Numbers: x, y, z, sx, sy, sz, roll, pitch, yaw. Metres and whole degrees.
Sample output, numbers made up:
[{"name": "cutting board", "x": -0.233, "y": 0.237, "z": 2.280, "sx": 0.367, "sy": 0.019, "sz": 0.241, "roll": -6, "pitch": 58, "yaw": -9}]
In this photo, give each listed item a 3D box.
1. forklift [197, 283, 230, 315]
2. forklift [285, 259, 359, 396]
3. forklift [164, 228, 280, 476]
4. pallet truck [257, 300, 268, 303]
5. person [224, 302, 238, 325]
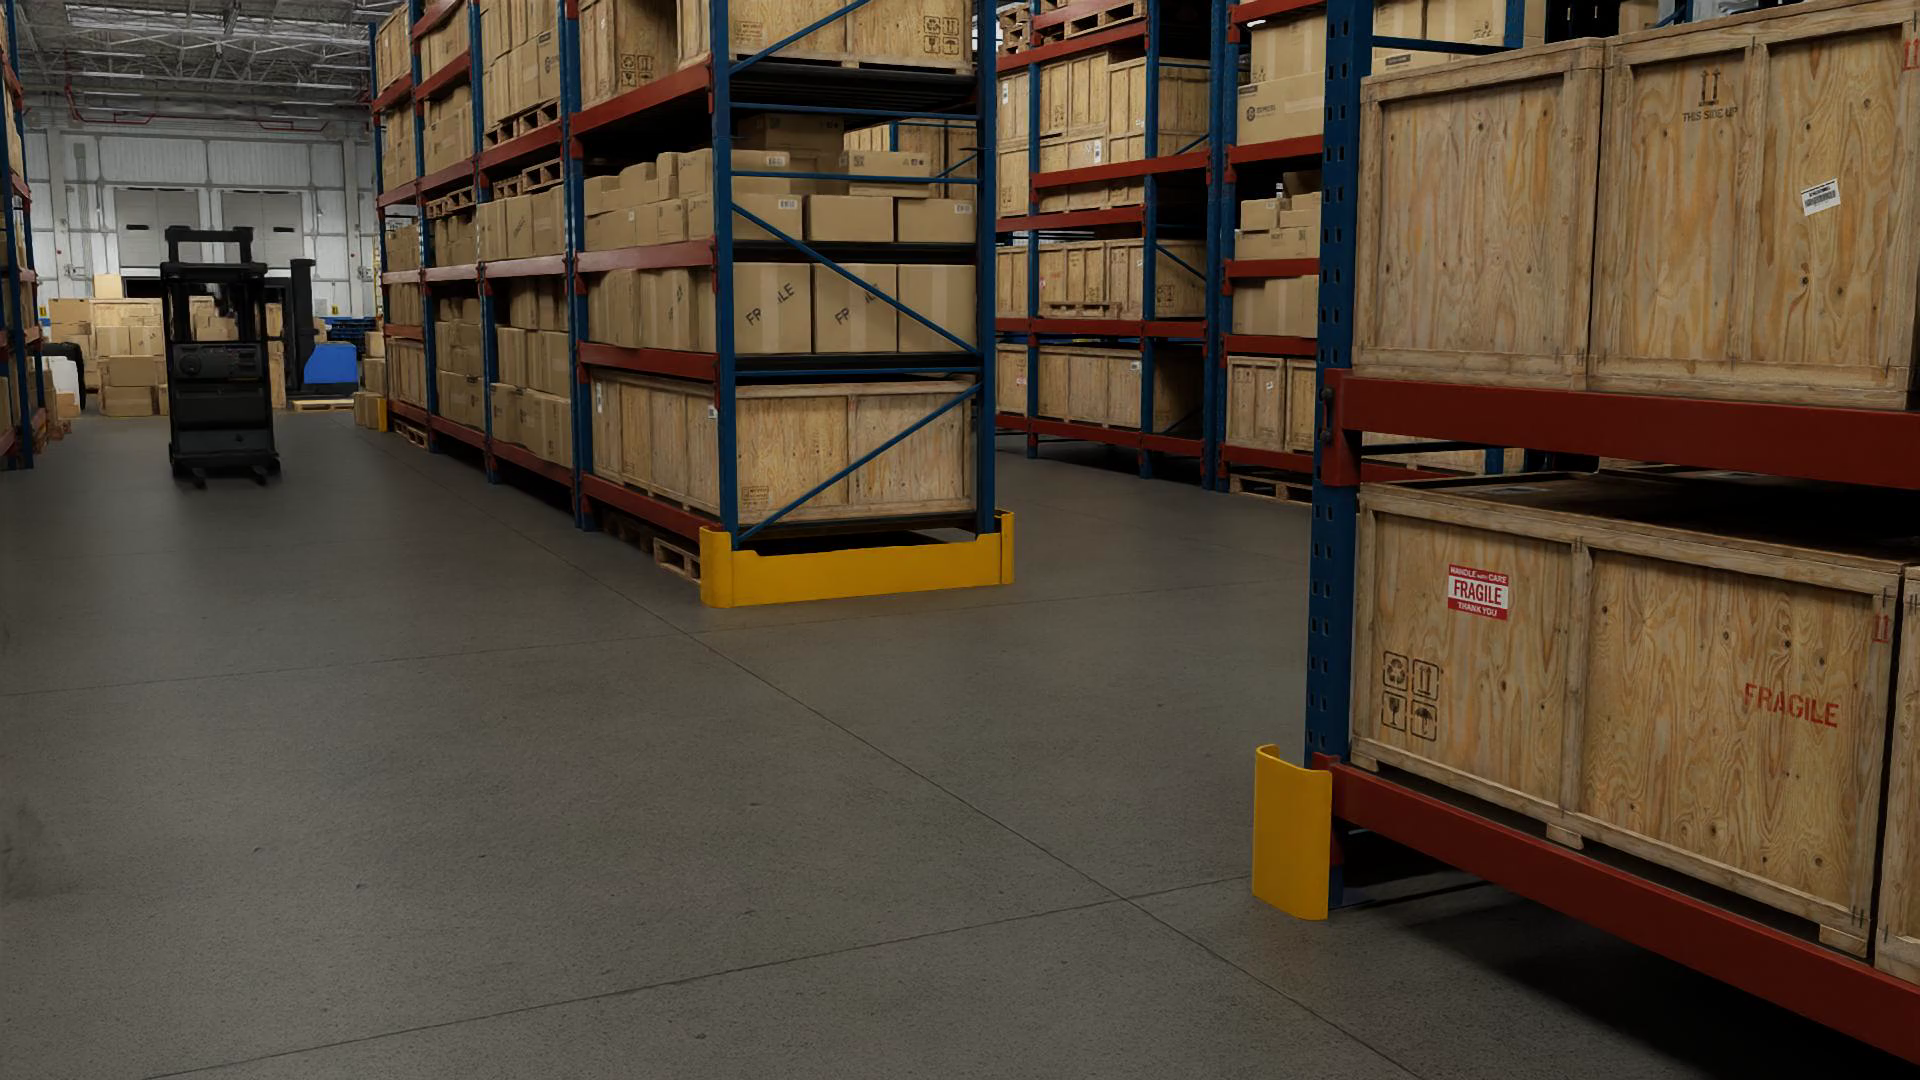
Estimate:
[{"name": "forklift", "x": -22.729, "y": -6.771, "z": 50.781, "sx": 1.873, "sy": 2.768, "sz": 1.129, "roll": 6, "pitch": 10, "yaw": 37}, {"name": "forklift", "x": -13.358, "y": -4.326, "z": 33.916, "sx": 1.873, "sy": 2.768, "sz": 1.129, "roll": -4, "pitch": 9, "yaw": -26}, {"name": "forklift", "x": -8.729, "y": -2.236, "z": 19.506, "sx": 1.129, "sy": 2.768, "sz": 1.873, "roll": -4, "pitch": 9, "yaw": -26}, {"name": "pallet truck", "x": -23.913, "y": -7.404, "z": 58.171, "sx": 1.885, "sy": 1.965, "sz": 0.823, "roll": -1, "pitch": 8, "yaw": -9}, {"name": "person", "x": -20.626, "y": -5.790, "z": 47.293, "sx": 0.628, "sy": 1.931, "sz": 0.383, "roll": 1, "pitch": 8, "yaw": 9}]
